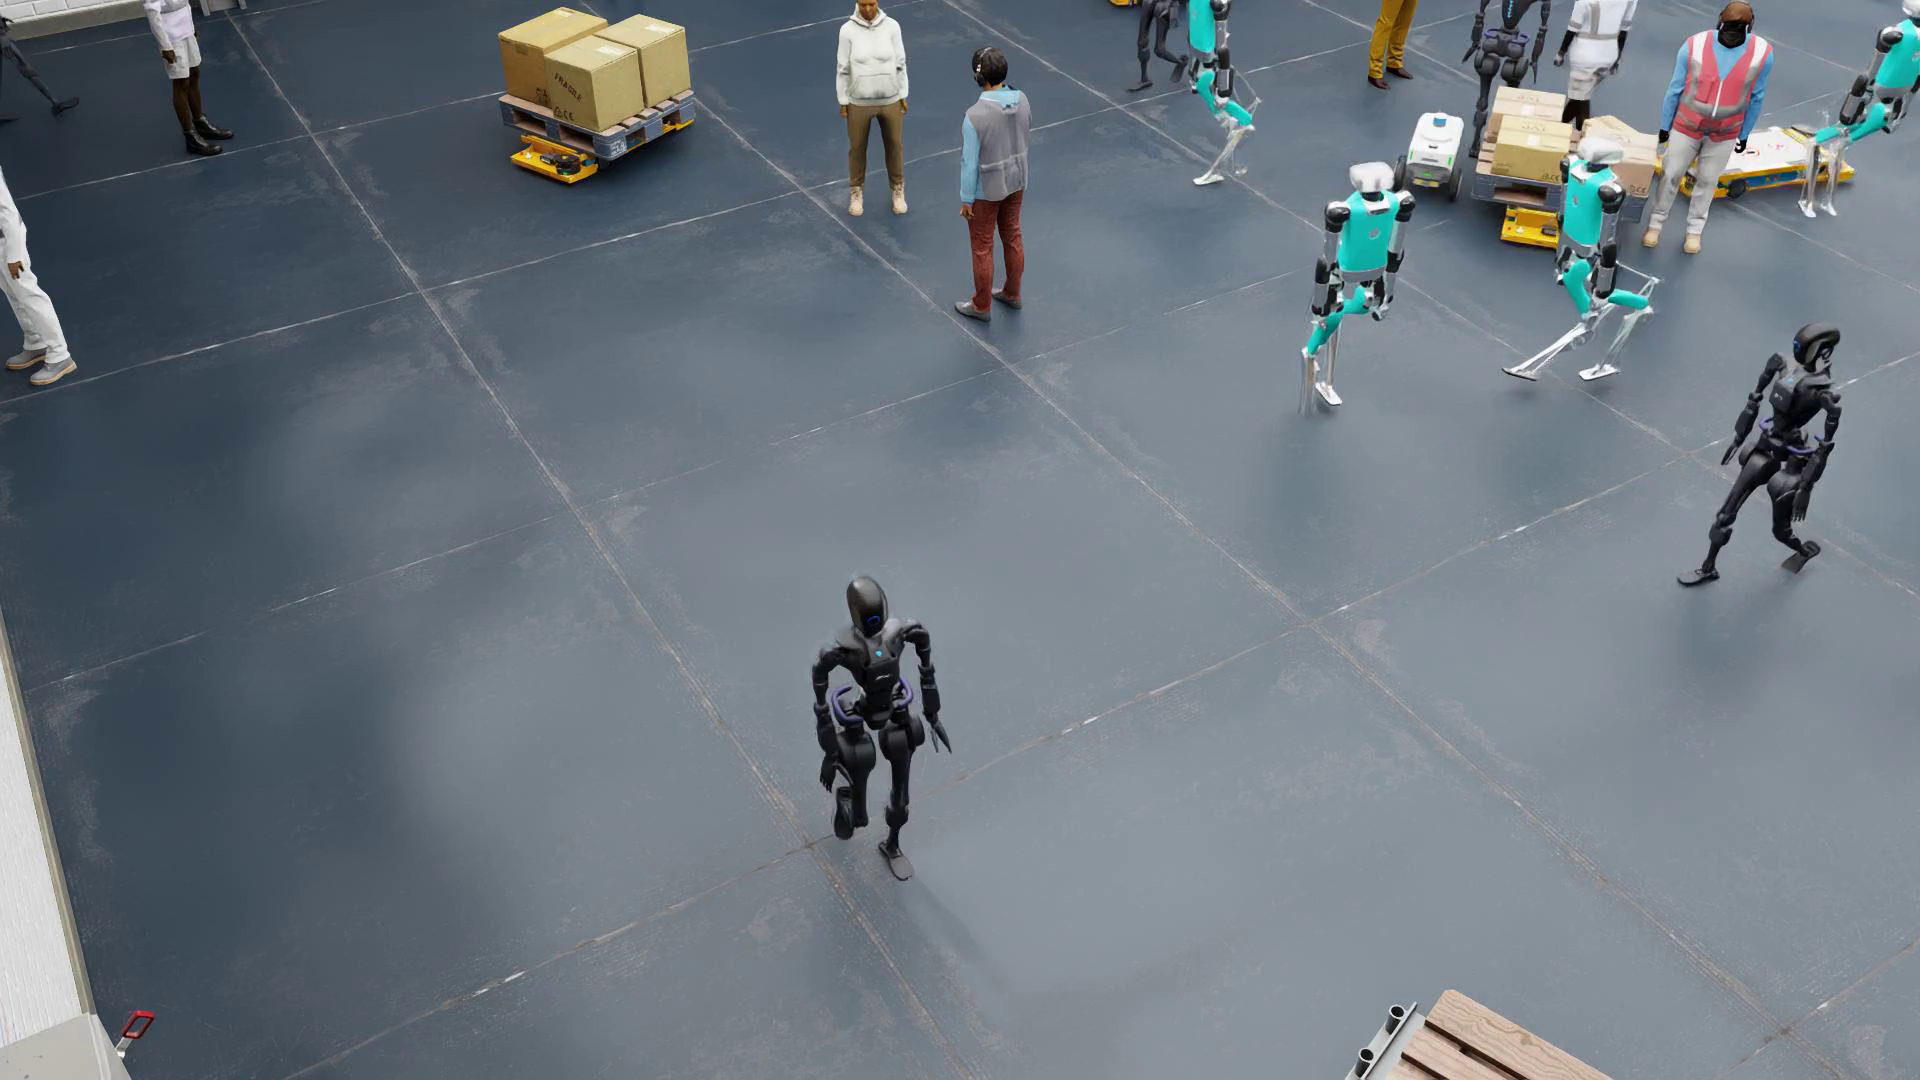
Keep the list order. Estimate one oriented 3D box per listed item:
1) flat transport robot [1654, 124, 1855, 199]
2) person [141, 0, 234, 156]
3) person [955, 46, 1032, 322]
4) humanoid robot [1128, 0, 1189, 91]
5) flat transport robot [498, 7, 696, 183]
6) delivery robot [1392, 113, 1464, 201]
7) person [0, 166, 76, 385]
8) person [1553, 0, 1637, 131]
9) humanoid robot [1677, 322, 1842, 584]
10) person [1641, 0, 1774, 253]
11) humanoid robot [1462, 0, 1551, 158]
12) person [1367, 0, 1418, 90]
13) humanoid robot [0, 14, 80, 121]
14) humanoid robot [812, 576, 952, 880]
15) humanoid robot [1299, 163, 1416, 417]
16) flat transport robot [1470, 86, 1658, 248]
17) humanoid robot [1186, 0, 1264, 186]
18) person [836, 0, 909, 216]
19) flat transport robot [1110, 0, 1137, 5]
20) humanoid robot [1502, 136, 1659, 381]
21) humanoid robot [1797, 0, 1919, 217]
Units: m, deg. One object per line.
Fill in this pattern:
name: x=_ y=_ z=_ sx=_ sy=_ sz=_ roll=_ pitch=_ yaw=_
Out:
flat transport robot: x=6.185 y=-2.957 z=13.023 sx=1.431 sy=0.231 sz=0.659 roll=-9 pitch=39 yaw=-12
person: x=-6.093 y=-3.976 z=12.967 sx=0.371 sy=1.934 sz=0.550 roll=0 pitch=38 yaw=0
person: x=0.230 y=-2.304 z=10.911 sx=0.534 sy=1.873 sz=0.416 roll=-28 pitch=46 yaw=-31
humanoid robot: x=1.710 y=-4.600 z=13.966 sx=0.538 sy=1.634 sz=0.612 roll=-24 pitch=44 yaw=-28
flat transport robot: x=-2.881 y=-3.293 z=13.446 sx=0.659 sy=0.231 sz=1.431 roll=23 pitch=44 yaw=27
delivery robot: x=3.654 y=-2.980 z=12.837 sx=0.499 sy=0.614 sz=0.815 roll=13 pitch=40 yaw=15
person: x=-5.983 y=-1.851 z=10.326 sx=0.573 sy=1.886 sz=0.355 roll=29 pitch=46 yaw=31
person: x=4.868 y=-3.749 z=12.906 sx=0.513 sy=1.642 sz=0.824 roll=-16 pitch=41 yaw=-19
humanoid robot: x=4.360 y=-0.431 z=8.758 sx=0.793 sy=1.647 sz=0.606 roll=-13 pitch=40 yaw=-16
person: x=5.240 y=-2.894 z=11.689 sx=0.630 sy=1.836 sz=0.431 roll=12 pitch=40 yaw=15
humanoid robot: x=4.239 y=-3.816 z=12.975 sx=0.605 sy=1.653 sz=0.438 roll=21 pitch=43 yaw=24
person: x=3.771 y=-4.710 z=14.041 sx=0.524 sy=1.751 sz=0.346 roll=-27 pitch=46 yaw=-30
humanoid robot: x=-7.788 y=-4.215 z=13.496 sx=0.722 sy=1.634 sz=0.603 roll=-21 pitch=43 yaw=-25
humanoid robot: x=-0.352 y=0.791 z=7.160 sx=0.590 sy=1.652 sz=0.418 roll=-16 pitch=41 yaw=-19
humanoid robot: x=2.283 y=-1.504 z=10.081 sx=0.545 sy=1.868 sz=0.748 roll=-9 pitch=39 yaw=-11
flat transport robot: x=4.504 y=-2.601 z=12.574 sx=0.659 sy=0.231 sz=1.431 roll=13 pitch=40 yaw=15
humanoid robot: x=2.054 y=-3.454 z=12.549 sx=0.809 sy=1.883 sz=0.547 roll=-14 pitch=41 yaw=-17
person: x=-0.639 y=-3.215 z=12.153 sx=0.523 sy=1.758 sz=0.366 roll=-5 pitch=39 yaw=-7
flat transport robot: x=2.011 y=-5.500 z=16.231 sx=1.431 sy=0.231 sz=0.659 roll=-15 pitch=41 yaw=-18
humanoid robot: x=3.948 y=-1.668 z=10.218 sx=1.030 sy=1.728 sz=0.542 roll=-11 pitch=40 yaw=-13
humanoid robot: x=6.554 y=-3.164 z=12.108 sx=0.530 sy=1.775 sz=0.791 roll=-7 pitch=39 yaw=-9
